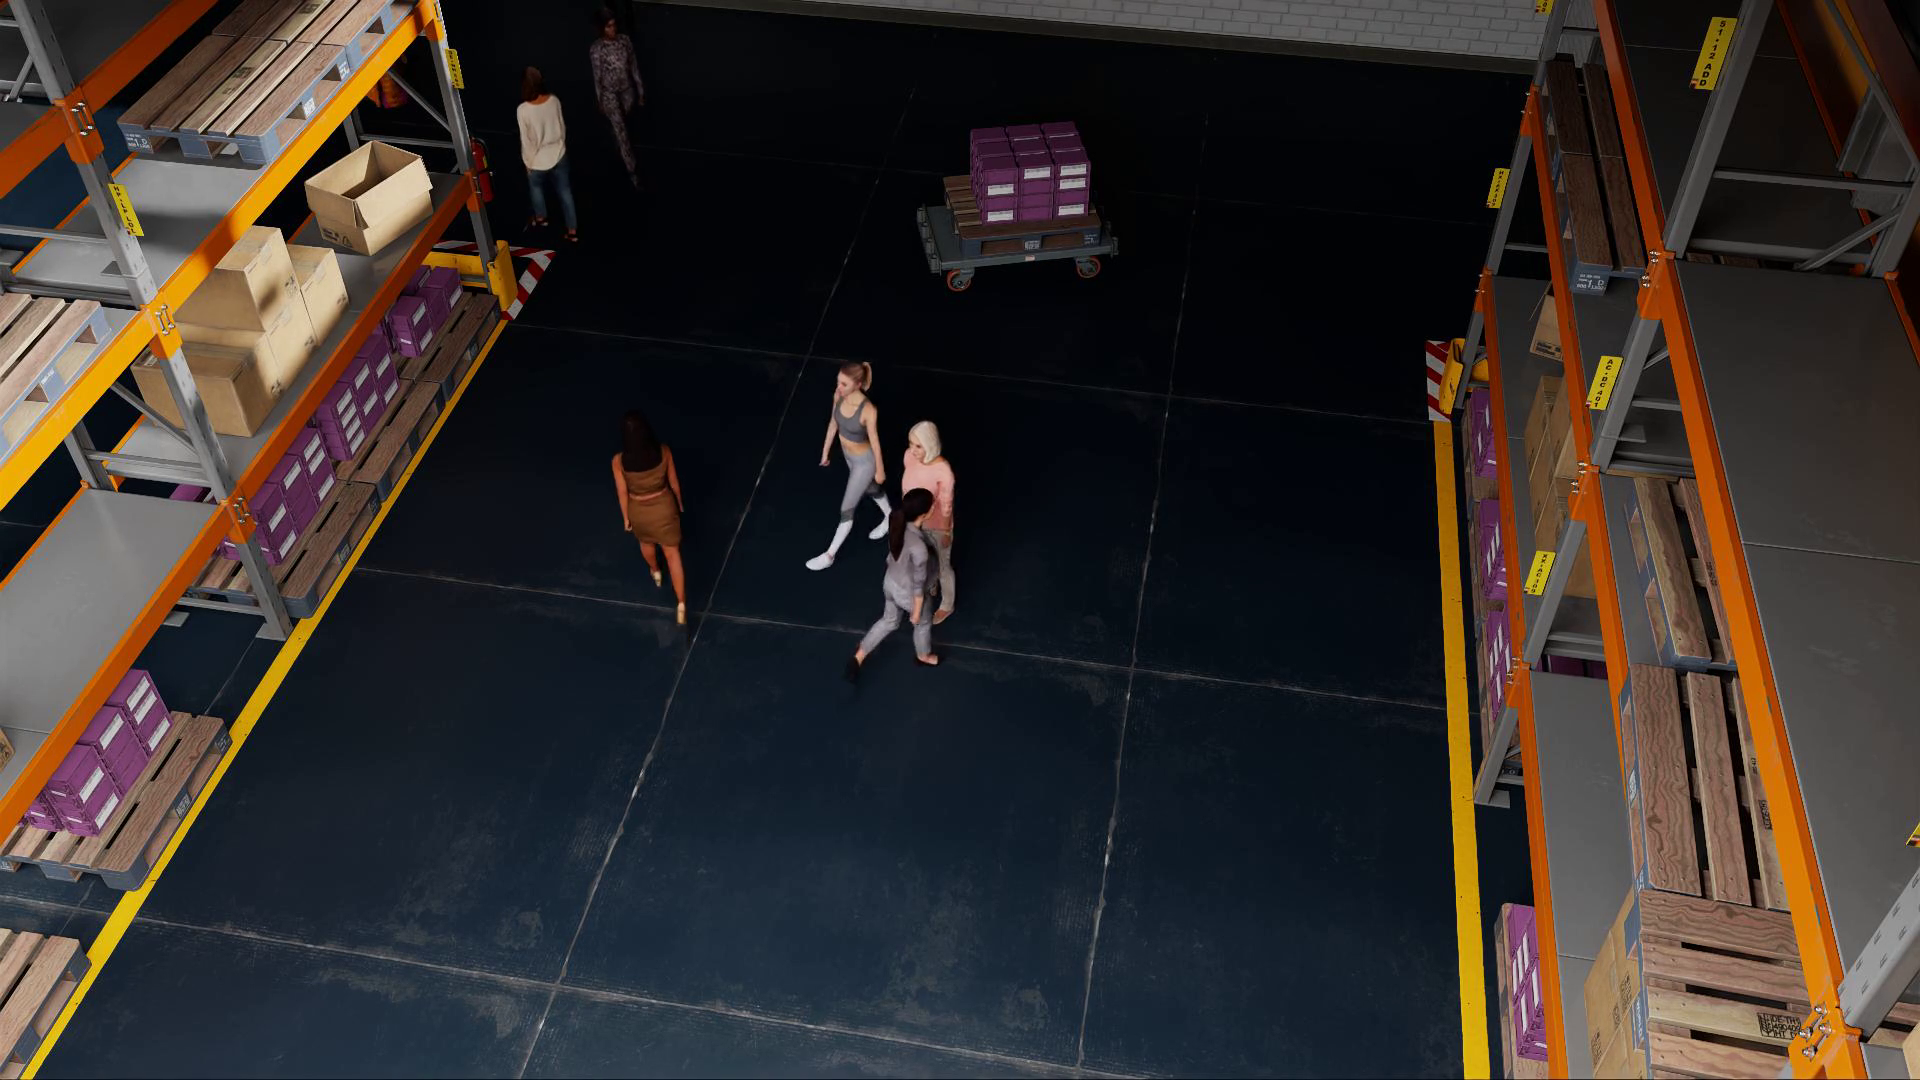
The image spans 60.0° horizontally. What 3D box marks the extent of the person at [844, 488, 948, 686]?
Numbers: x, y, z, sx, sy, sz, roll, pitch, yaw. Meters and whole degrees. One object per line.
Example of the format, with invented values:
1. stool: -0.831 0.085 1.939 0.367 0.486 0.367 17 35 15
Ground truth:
1. person: -0.400 0.359 10.616 1.061 1.650 1.041 -23 48 -22

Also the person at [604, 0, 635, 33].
1. person: -3.701 -6.197 17.447 0.845 1.720 0.737 34 53 30

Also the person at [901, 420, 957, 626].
1. person: -0.190 -0.140 11.089 0.705 1.722 0.682 -34 53 -31

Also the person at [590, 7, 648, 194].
1. person: -3.167 -4.104 15.279 1.073 1.681 1.175 -24 49 -24

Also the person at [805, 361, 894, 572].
1. person: -0.635 -0.579 11.594 1.149 1.659 1.044 -30 51 -28

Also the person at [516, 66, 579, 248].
1. person: -3.539 -3.281 14.428 0.926 1.662 0.971 -30 51 -28

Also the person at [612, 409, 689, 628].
1. person: -2.032 -0.126 11.113 0.905 1.668 1.127 -13 45 -13
